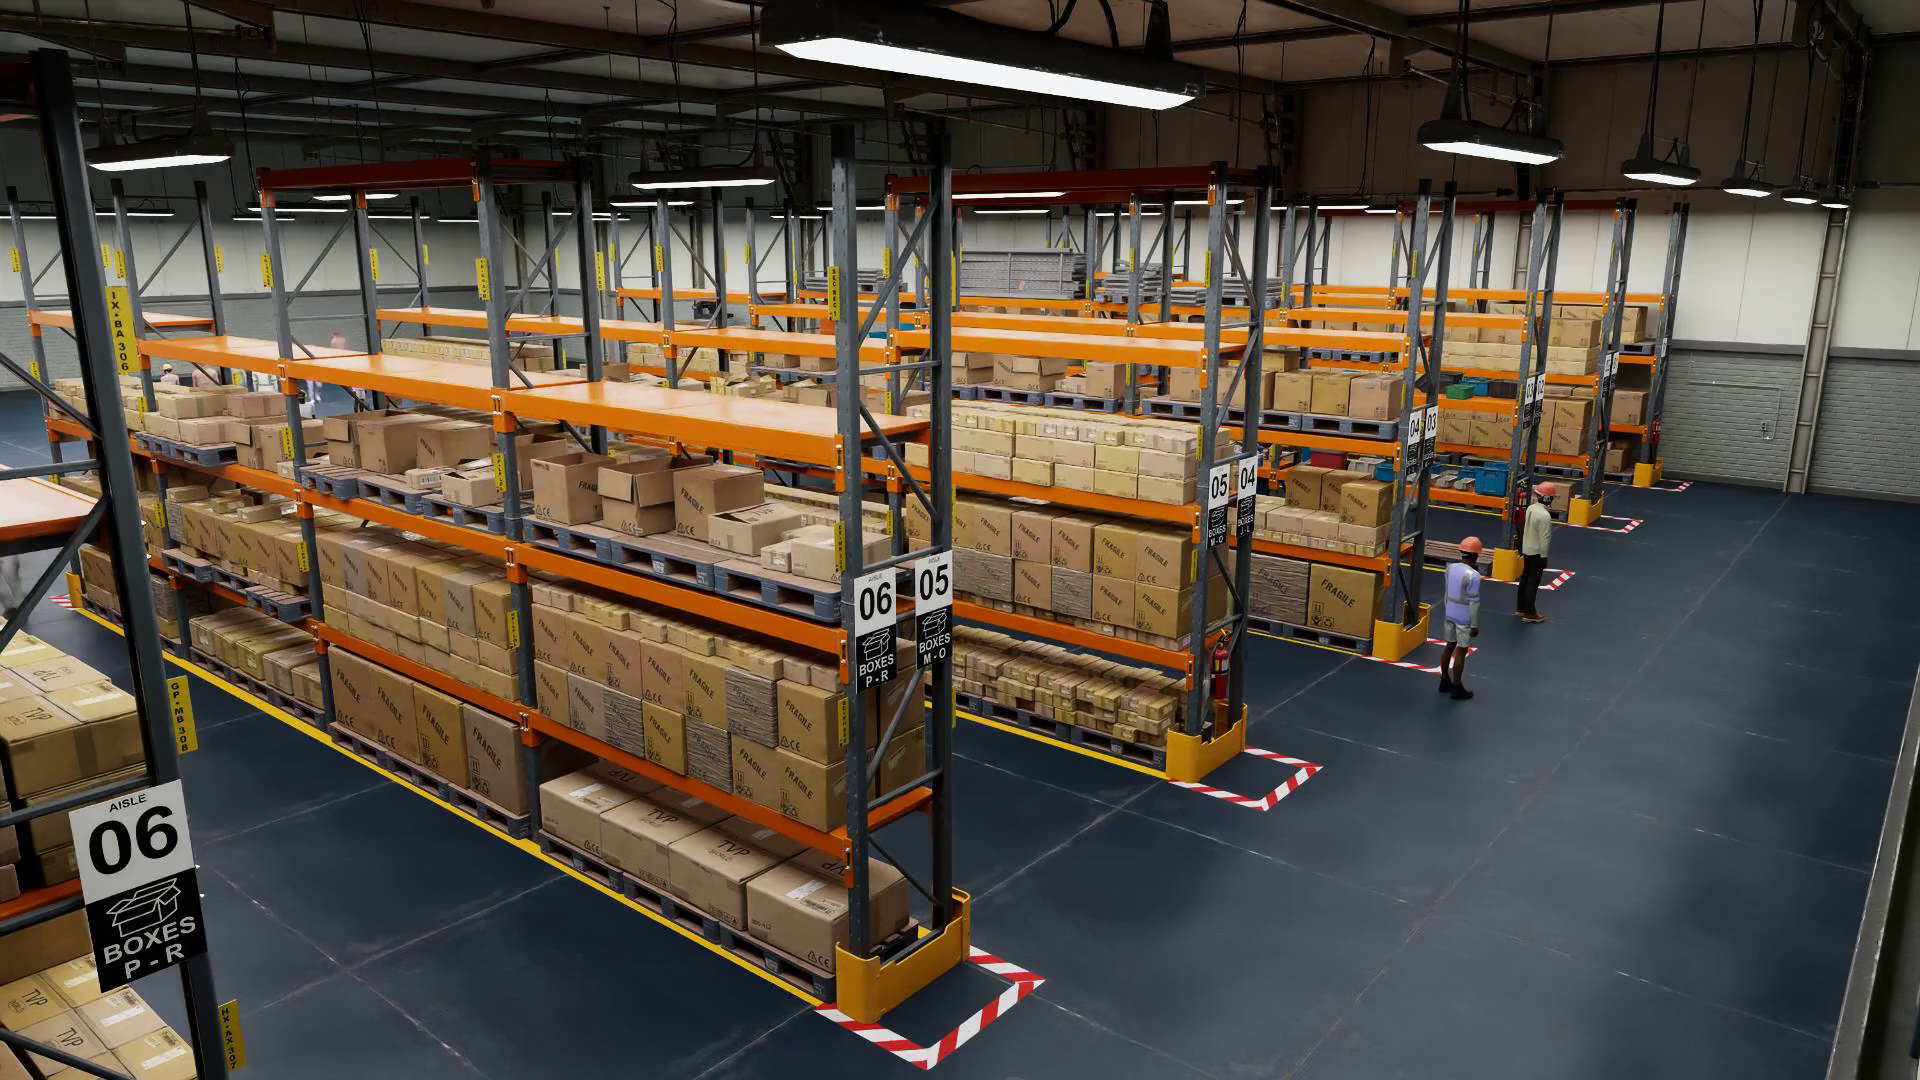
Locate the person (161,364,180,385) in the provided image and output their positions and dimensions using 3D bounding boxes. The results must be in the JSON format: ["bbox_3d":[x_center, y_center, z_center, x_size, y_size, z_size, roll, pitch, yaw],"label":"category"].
[{"bbox_3d":[-22.566,-4.154,36.036,0.321,1.769,0.523,6,15,24],"label":"person"}]

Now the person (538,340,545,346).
[{"bbox_3d":[-14.375,-5.967,43.359,0.537,1.834,0.536,-3,14,-11],"label":"person"}]

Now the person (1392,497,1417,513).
[{"bbox_3d":[8.797,-1.442,24.844,0.921,1.789,0.609,9,17,34],"label":"person"}]

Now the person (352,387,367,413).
[{"bbox_3d":[-17.600,-4.453,36.907,0.374,1.939,0.545,3,14,14],"label":"person"}]

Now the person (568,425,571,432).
[{"bbox_3d":[-9.991,-2.994,31.555,0.657,1.613,0.549,-4,14,-17],"label":"person"}]

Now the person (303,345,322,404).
[{"bbox_3d":[-21.006,-5.387,40.869,0.698,1.885,0.423,-11,17,-37],"label":"person"}]

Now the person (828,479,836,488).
[{"bbox_3d":[-2.568,-1.975,26.836,0.647,1.885,1.009,-10,17,-36],"label":"person"}]

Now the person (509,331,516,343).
[{"bbox_3d":[-17.068,-7.017,47.671,0.404,1.836,0.590,6,15,23],"label":"person"}]

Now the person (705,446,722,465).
[{"bbox_3d":[-4.273,-0.745,21.857,0.429,1.844,0.627,5,15,21],"label":"person"}]

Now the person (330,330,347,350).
[{"bbox_3d":[-23.183,-6.858,46.899,0.544,1.885,0.686,4,14,18],"label":"person"}]

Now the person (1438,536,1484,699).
[{"bbox_3d":[5.946,0.905,14.895,0.389,1.929,0.545,-4,14,-15],"label":"person"}]

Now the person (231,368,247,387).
[{"bbox_3d":[-22.785,-4.973,39.729,0.504,1.615,0.612,1,14,5],"label":"person"}]

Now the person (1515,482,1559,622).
[{"bbox_3d":[8.183,0.159,17.841,0.406,1.987,0.615,1,14,3],"label":"person"}]

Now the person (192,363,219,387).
[{"bbox_3d":[-21.716,-4.279,36.339,0.665,1.867,0.764,-7,15,-26],"label":"person"}]

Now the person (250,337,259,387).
[{"bbox_3d":[-23.563,-5.811,42.371,0.698,2.000,0.777,-3,14,-11],"label":"person"}]

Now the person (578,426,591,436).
[{"bbox_3d":[-9.196,-2.980,30.888,0.628,1.913,0.511,1,14,2],"label":"person"}]

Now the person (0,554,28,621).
[{"bbox_3d":[-13.409,0.253,17.579,0.670,1.914,0.439,0,14,-2],"label":"person"}]

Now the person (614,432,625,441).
[{"bbox_3d":[-8.367,-2.985,30.941,0.591,1.908,0.683,-8,16,-28],"label":"person"}]

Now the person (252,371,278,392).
[{"bbox_3d":[-19.506,-4.144,35.418,0.607,2.044,0.375,-4,14,-16],"label":"person"}]

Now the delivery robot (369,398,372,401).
[{"bbox_3d":[-18.292,-4.500,39.335,0.335,0.223,0.698,-8,16,-29],"label":"delivery robot"}]

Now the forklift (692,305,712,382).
[{"bbox_3d":[-9.511,-7.392,47.124,1.873,2.768,1.129,11,17,38],"label":"forklift"}]

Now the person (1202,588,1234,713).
[{"bbox_3d":[2.823,1.091,14.332,0.656,1.827,0.449,-11,17,-37],"label":"person"}]

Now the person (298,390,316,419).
[{"bbox_3d":[-15.237,-2.568,29.308,0.531,1.865,0.310,-7,15,-26],"label":"person"}]
